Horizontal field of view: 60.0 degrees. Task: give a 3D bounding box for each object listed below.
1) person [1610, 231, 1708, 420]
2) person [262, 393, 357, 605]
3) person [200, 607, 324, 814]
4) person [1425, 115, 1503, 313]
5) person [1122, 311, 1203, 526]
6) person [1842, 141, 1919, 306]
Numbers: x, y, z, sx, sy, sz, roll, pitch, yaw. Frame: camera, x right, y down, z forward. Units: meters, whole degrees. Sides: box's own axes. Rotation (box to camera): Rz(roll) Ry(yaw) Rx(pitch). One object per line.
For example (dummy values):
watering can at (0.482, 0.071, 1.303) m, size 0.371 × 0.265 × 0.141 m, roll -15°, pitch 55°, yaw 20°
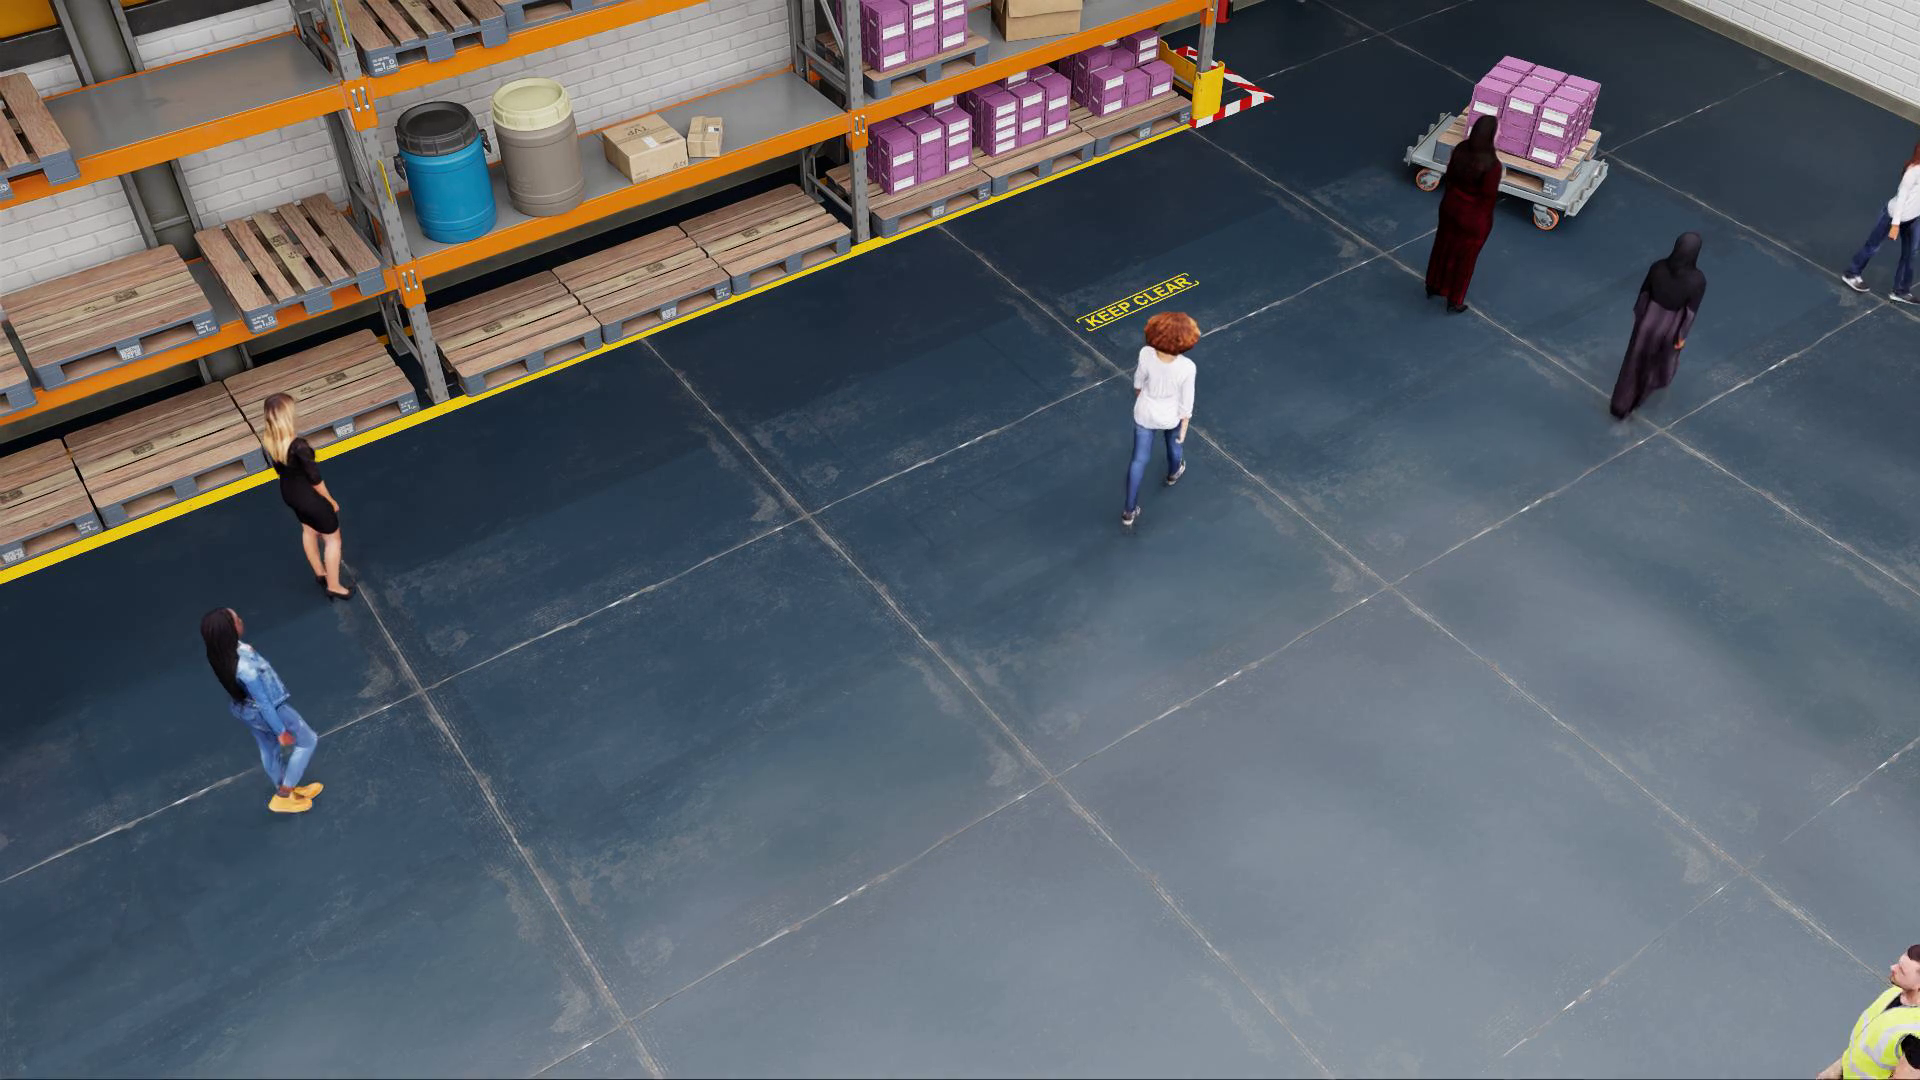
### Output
person at (5.305, -1.621, 12.678) m, size 0.827 × 1.606 × 1.125 m, roll 28°, pitch 50°, yaw 26°
person at (-4.411, -0.263, 11.210) m, size 0.688 × 1.664 × 0.710 m, roll 21°, pitch 48°, yaw 21°
person at (-4.179, 1.075, 9.776) m, size 0.700 × 1.706 × 0.718 m, roll 31°, pitch 51°, yaw 28°
person at (4.153, -2.684, 13.685) m, size 0.608 × 1.757 × 0.664 m, roll -23°, pitch 48°, yaw -22°
person at (1.379, -0.845, 11.812) m, size 1.009 × 1.677 × 1.213 m, roll 18°, pitch 46°, yaw 18°
person at (7.811, -2.756, 13.923) m, size 0.854 × 1.532 × 0.692 m, roll -20°, pitch 47°, yaw -20°
